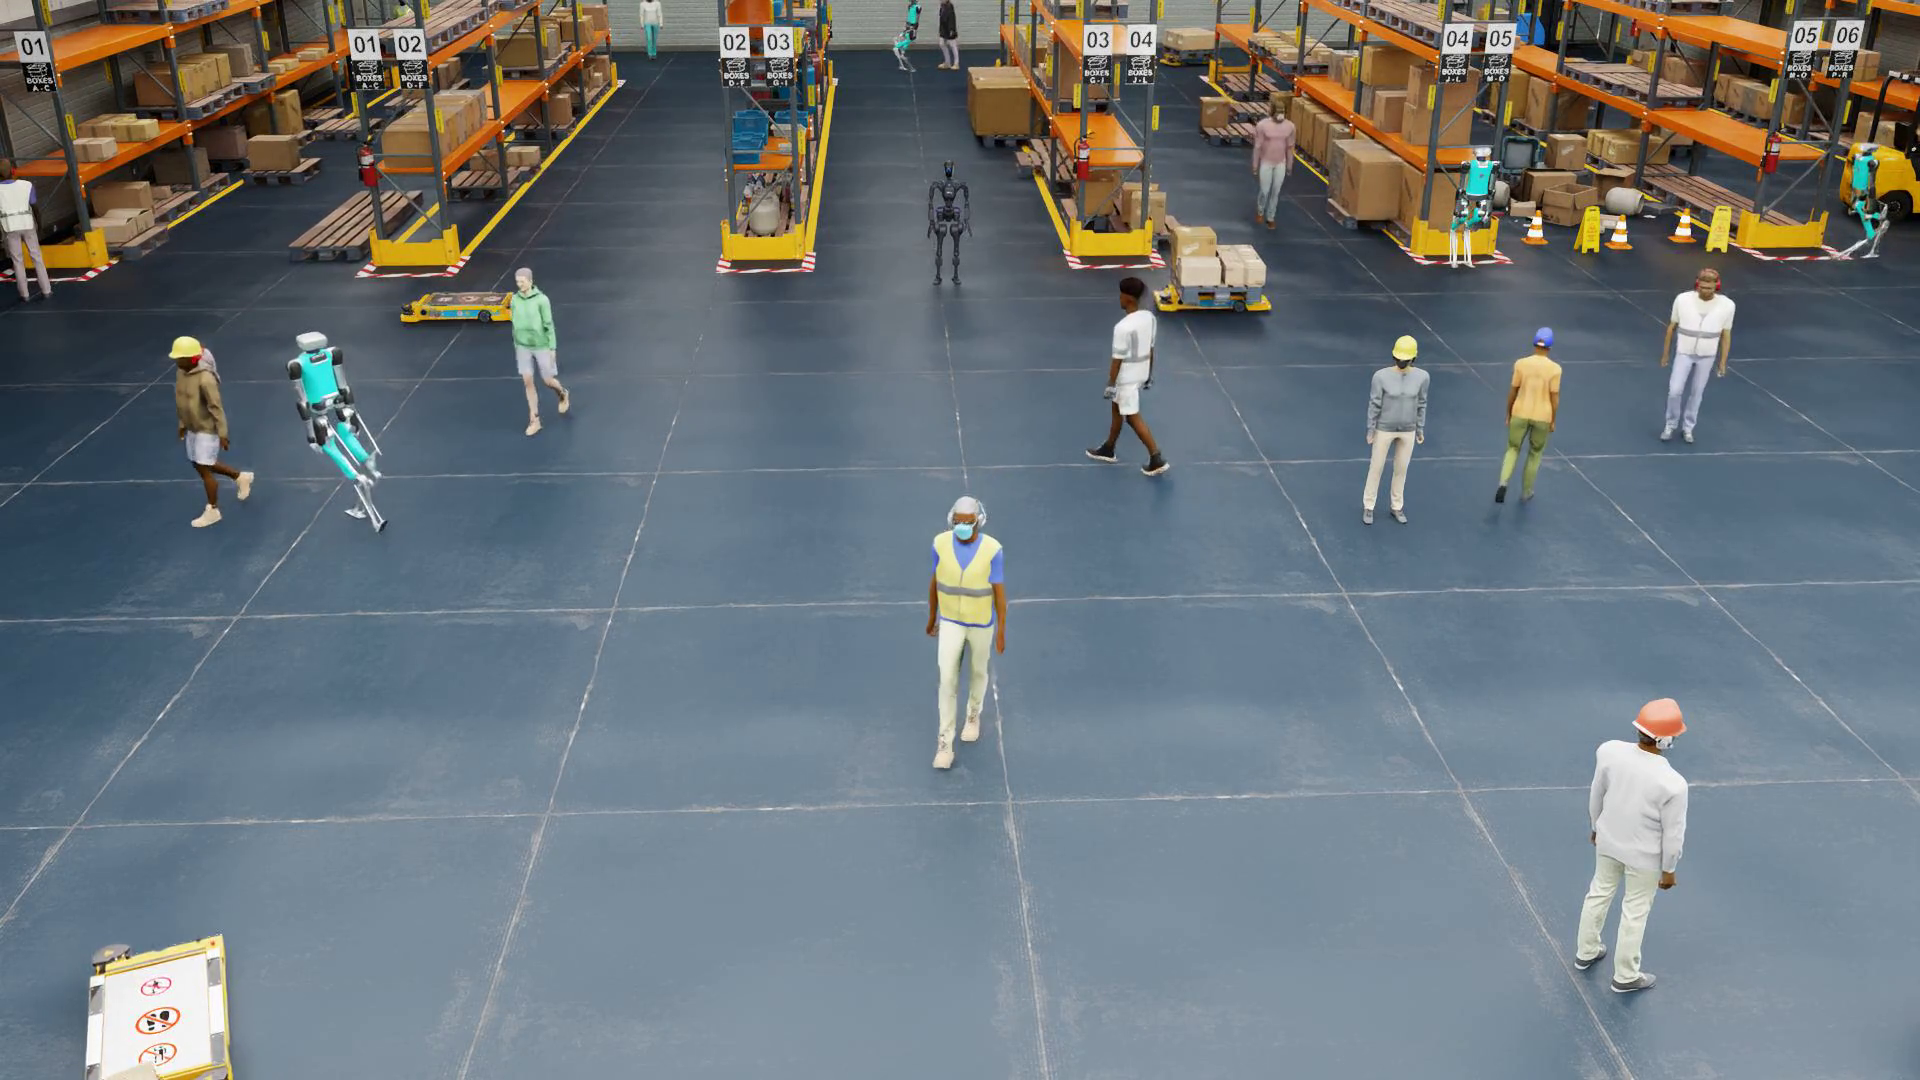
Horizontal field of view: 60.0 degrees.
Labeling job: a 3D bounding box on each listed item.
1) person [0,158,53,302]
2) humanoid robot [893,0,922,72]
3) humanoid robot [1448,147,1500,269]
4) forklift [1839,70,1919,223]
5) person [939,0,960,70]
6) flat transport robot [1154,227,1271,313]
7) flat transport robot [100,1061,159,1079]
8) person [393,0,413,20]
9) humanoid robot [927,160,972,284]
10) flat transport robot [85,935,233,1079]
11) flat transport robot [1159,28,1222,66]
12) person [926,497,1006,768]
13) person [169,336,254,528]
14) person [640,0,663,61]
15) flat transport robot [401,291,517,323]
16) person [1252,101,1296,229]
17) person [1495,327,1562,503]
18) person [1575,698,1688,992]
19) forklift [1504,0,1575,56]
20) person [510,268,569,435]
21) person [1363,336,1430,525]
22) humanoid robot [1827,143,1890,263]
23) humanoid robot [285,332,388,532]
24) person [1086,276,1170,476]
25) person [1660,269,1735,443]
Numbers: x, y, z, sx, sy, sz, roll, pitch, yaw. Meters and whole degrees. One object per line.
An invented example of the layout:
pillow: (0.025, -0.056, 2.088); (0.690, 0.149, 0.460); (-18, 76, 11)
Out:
person: (-12.187, -4.008, 21.545); (0.565, 1.841, 0.390); (-16, 28, -31)
humanoid robot: (-1.341, -12.005, 39.682); (0.957, 1.769, 0.530); (-12, 27, -25)
humanoid robot: (6.974, -4.584, 22.803); (0.533, 1.677, 0.735); (-1, 24, -2)
forklift: (15.132, -6.143, 25.915); (2.313, 2.155, 1.214); (-1, 24, -2)
person: (-0.254, -12.358, 40.339); (0.464, 1.819, 0.591); (-14, 28, -29)
flat transport robot: (3.260, -3.144, 21.537); (1.431, 0.231, 0.659); (0, 24, -1)
flat transport robot: (-3.688, 3.344, 6.958); (0.659, 0.231, 1.431); (-19, 30, -37)
person: (-13.760, -12.703, 41.275); (0.541, 1.690, 0.324); (-2, 24, -4)
humanoid robot: (-0.141, -4.259, 22.294); (0.599, 1.657, 0.315); (-1, 24, -2)
flat transport robot: (-4.195, 2.559, 8.723); (0.659, 0.231, 1.431); (-10, 26, -22)
flat transport robot: (5.725, -11.931, 41.282); (1.431, 0.231, 0.659); (-8, 25, -17)
person: (0.021, 0.625, 11.112); (0.567, 1.856, 0.912); (4, 24, 8)
person: (-6.756, -1.021, 14.950); (0.552, 1.741, 0.641); (17, 29, 33)
person: (-7.712, -12.903, 41.681); (0.530, 1.718, 0.884); (-9, 26, -20)
flat transport robot: (-6.295, -2.951, 21.104); (1.431, 0.231, 0.659); (-1, 24, -2)
person: (4.745, -5.656, 25.133); (0.637, 1.928, 0.450); (-3, 24, -6)
person: (5.209, -1.105, 15.197); (0.454, 1.698, 0.583); (13, 27, 27)
person: (3.644, 1.632, 8.977); (0.328, 1.751, 0.567); (-14, 28, -28)
forklift: (14.700, -13.805, 42.301); (1.873, 2.768, 1.129); (-1, 24, -2)
person: (-4.347, -1.984, 17.138); (0.475, 1.730, 0.613); (5, 24, 11)
person: (3.889, -0.975, 14.826); (0.532, 1.763, 0.322); (-1, 24, -3)
humanoid robot: (12.712, -4.650, 23.147); (1.027, 1.734, 0.536); (-1, 24, -3)
humanoid robot: (-5.420, -0.895, 14.759); (0.873, 1.838, 0.554); (16, 29, 32)
person: (1.675, -1.584, 15.994); (0.965, 1.927, 0.608); (16, 28, 32)
person: (7.375, -1.835, 16.680); (0.595, 1.815, 0.523); (8, 25, 18)
